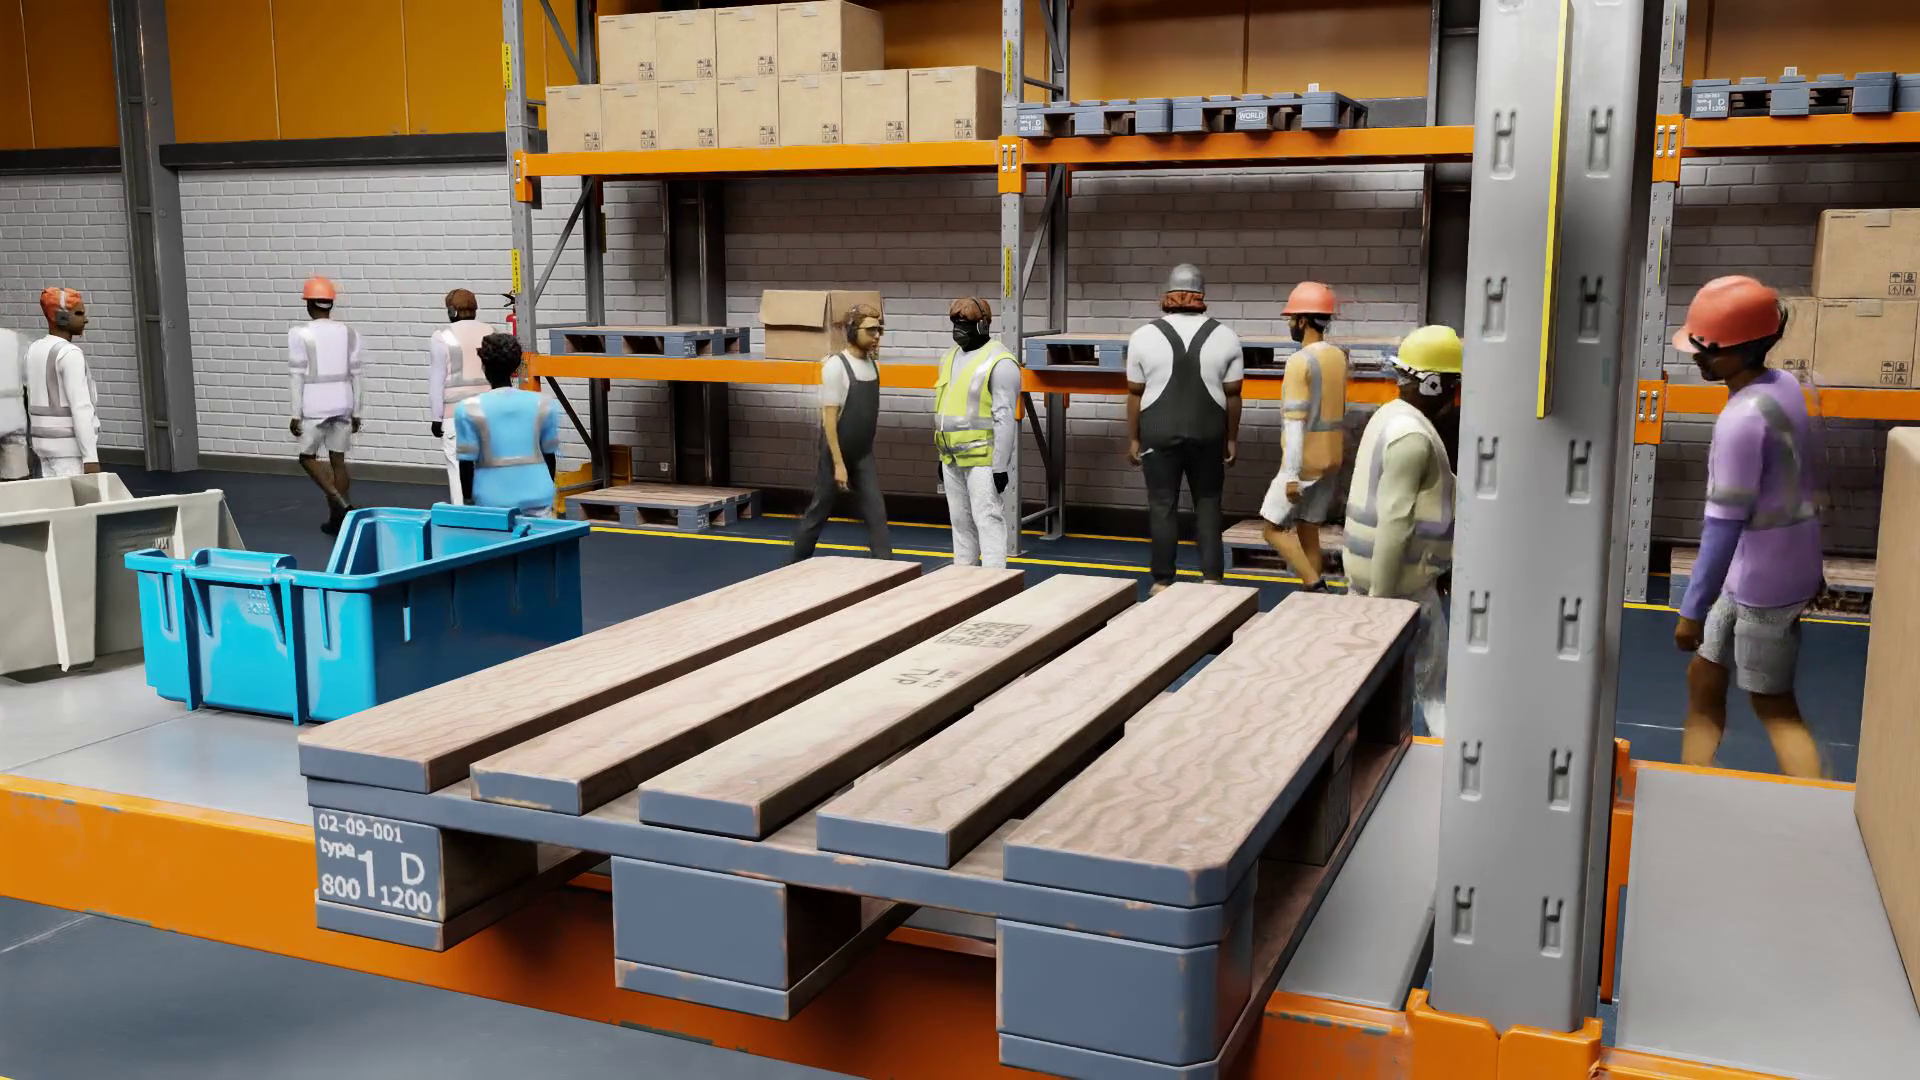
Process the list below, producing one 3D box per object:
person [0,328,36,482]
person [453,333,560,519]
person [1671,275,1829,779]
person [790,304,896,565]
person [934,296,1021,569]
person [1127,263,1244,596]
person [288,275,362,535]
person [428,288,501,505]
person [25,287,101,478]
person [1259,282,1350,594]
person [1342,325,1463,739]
[{"bbox_3d":[-6.223,-0.734,10.791,0.715,1.944,0.606,4,10,24],"label":"person"},{"bbox_3d":[-2.272,-0.193,8.325,0.544,1.676,0.698,-5,11,-28],"label":"person"},{"bbox_3d":[2.541,0.129,5.478,0.864,1.976,0.697,6,11,30],"label":"person"},{"bbox_3d":[-0.696,-0.500,9.852,0.948,1.796,0.512,7,12,37],"label":"person"},{"bbox_3d":[0.073,-0.458,9.453,0.429,1.837,0.624,-7,12,-35],"label":"person"},{"bbox_3d":[1.330,-0.648,9.956,0.686,2.000,0.540,0,9,3],"label":"person"},{"bbox_3d":[-4.637,-0.970,12.216,0.509,1.925,0.561,8,13,41],"label":"person"},{"bbox_3d":[-3.634,-0.928,12.263,0.428,1.835,0.614,8,13,41],"label":"person"},{"bbox_3d":[-5.121,-0.502,9.549,0.582,1.882,0.338,7,12,38],"label":"person"},{"bbox_3d":[1.867,-0.415,8.932,0.441,1.924,0.548,9,13,44],"label":"person"},{"bbox_3d":[1.707,0.109,6.142,0.872,1.785,0.589,0,9,1],"label":"person"}]
